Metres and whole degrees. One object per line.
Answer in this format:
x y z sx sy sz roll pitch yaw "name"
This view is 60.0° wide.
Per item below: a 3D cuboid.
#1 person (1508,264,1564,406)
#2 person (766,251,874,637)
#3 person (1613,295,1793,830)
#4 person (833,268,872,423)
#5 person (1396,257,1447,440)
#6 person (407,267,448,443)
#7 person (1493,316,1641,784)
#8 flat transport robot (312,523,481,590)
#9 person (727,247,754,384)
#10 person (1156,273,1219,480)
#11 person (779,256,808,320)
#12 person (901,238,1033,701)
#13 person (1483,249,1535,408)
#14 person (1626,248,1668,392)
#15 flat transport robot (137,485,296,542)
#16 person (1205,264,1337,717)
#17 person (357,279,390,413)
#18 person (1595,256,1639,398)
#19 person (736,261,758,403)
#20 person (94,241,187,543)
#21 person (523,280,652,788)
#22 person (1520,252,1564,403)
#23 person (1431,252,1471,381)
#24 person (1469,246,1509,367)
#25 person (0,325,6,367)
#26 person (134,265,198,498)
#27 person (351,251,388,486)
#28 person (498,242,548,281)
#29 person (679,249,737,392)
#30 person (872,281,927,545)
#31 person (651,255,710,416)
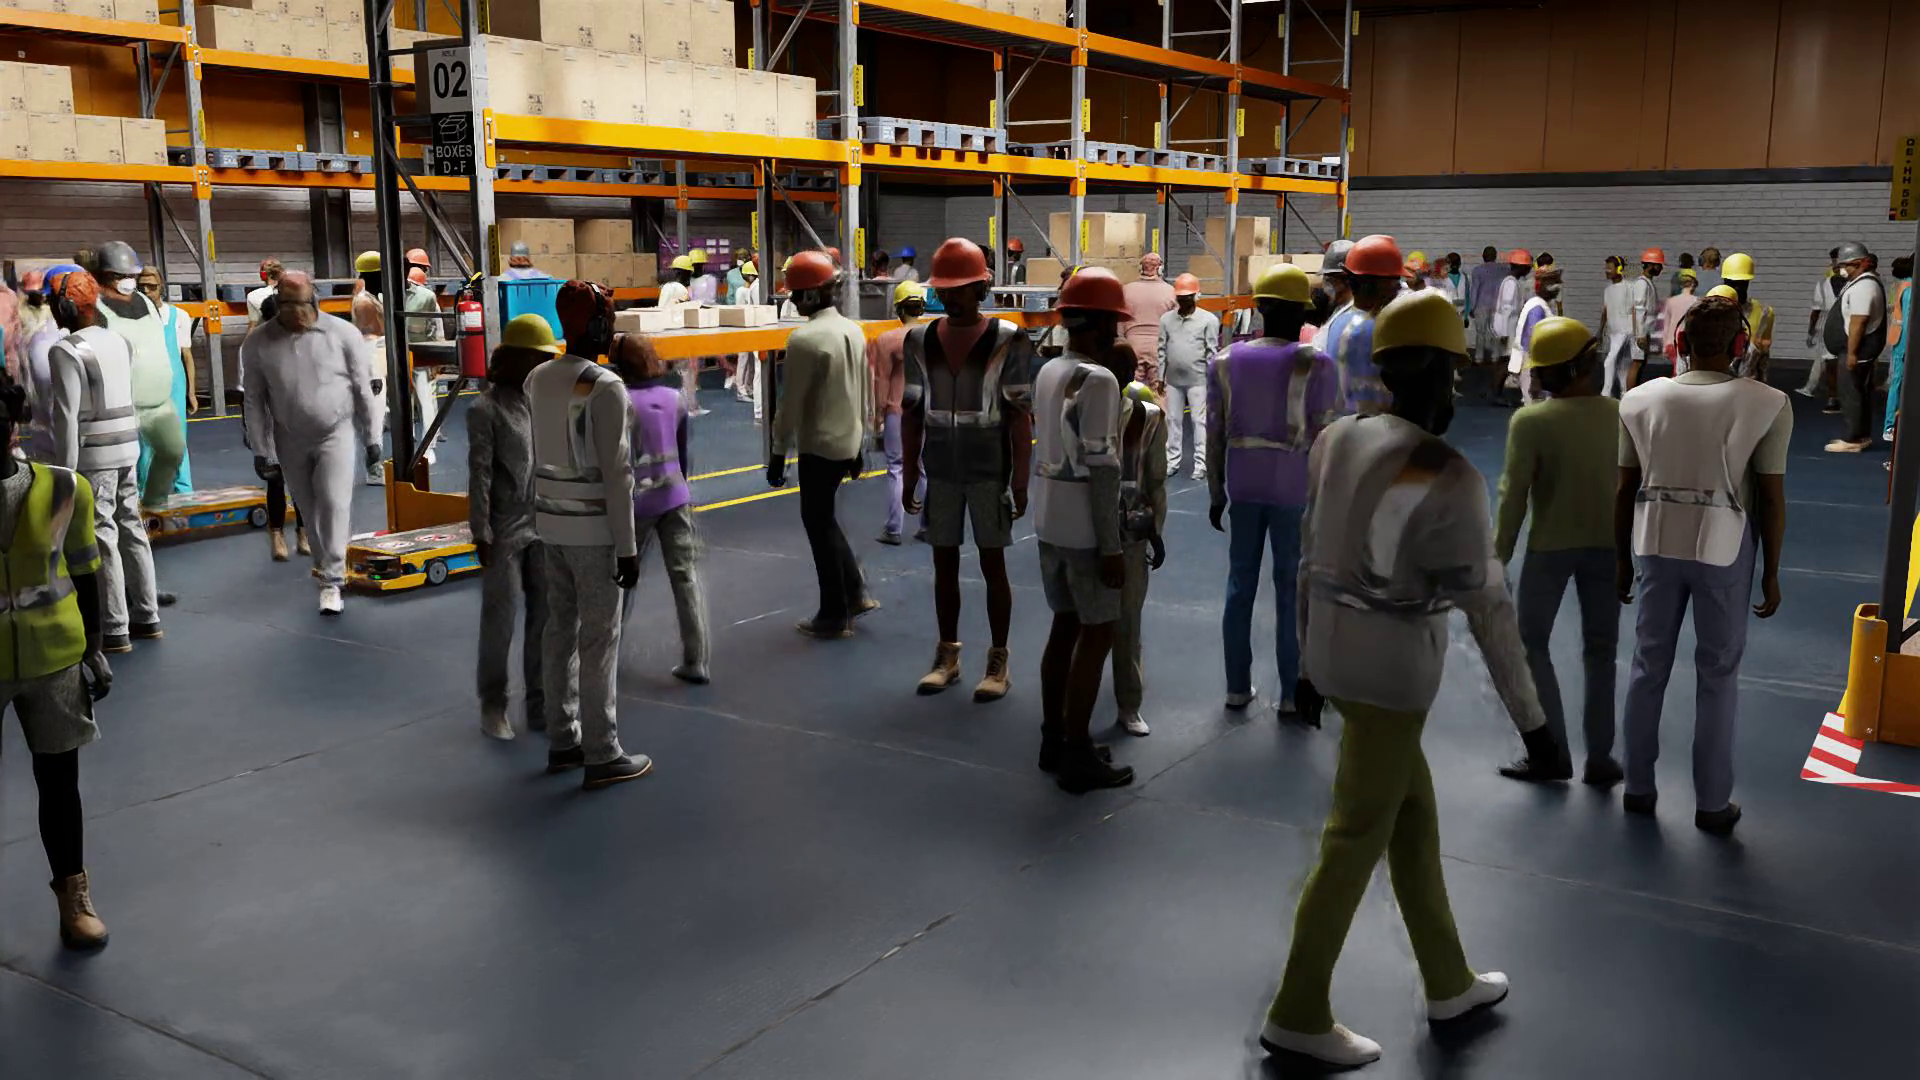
4.749 -1.357 13.756 0.405 1.826 0.653 5 11 24 "person"
-0.711 -0.473 8.460 0.430 1.966 0.615 4 11 23 "person"
2.533 0.082 5.752 0.559 1.836 0.394 9 13 40 "person"
-1.134 -2.182 18.102 0.600 1.909 0.398 -5 11 -25 "person"
4.452 -1.810 16.176 0.441 1.859 0.630 -7 13 -35 "person"
-5.399 -1.832 16.579 0.572 1.749 0.341 0 10 2 "person"
2.324 0.044 6.226 0.668 1.746 0.358 0 10 -2 "person"
-3.142 0.066 10.171 0.652 0.197 1.431 7 12 34 "flat transport robot"
-2.983 -3.126 23.297 0.645 1.927 0.388 6 12 30 "person"
1.912 -1.383 14.115 0.566 1.744 0.350 7 12 33 "person"
-1.908 -2.393 19.464 0.404 1.830 0.603 -2 10 -10 "person"
0.014 -0.302 7.344 0.611 2.032 0.410 4 11 21 "person"
6.645 -2.535 20.018 0.435 1.914 0.583 3 11 15 "person"
8.028 -2.442 19.479 0.385 1.929 0.543 6 12 29 "person"
-5.360 -0.190 11.588 0.652 0.197 1.431 7 12 33 "flat transport robot"
1.334 -0.208 7.114 0.586 1.921 0.383 7 12 34 "person"
-6.738 -2.382 19.297 0.624 1.875 0.435 10 14 44 "person"
7.663 -2.408 19.559 0.838 1.828 0.550 -2 10 -11 "person"
-2.619 -2.594 20.797 0.337 1.757 0.518 4 11 22 "person"
-5.495 -0.973 11.023 0.540 2.000 0.693 5 11 25 "person"
-1.393 -0.018 6.190 0.576 1.880 0.351 10 14 44 "person"
7.199 -2.617 20.607 0.513 1.872 0.328 2 10 10 "person"
7.055 -3.204 23.940 0.625 1.843 0.430 -2 10 -10 "person"
8.416 -3.711 26.501 0.627 1.933 0.367 -2 10 -12 "person"
-7.740 -1.176 12.988 0.352 1.738 0.574 5 12 27 "person"
-5.846 -1.074 12.126 0.516 1.843 0.327 -5 11 -24 "person"
-4.832 -1.415 13.779 0.364 1.930 0.586 -3 11 -16 "person"
-5.111 -2.480 19.373 0.702 2.000 0.975 -4 11 -23 "person"
-3.403 -2.941 22.318 0.586 1.902 0.834 8 13 38 "person"
-0.338 -0.843 11.110 0.531 1.754 0.341 -6 12 -30 "person"
-3.325 -2.297 18.900 0.987 1.862 0.583 -9 14 -41 "person"
